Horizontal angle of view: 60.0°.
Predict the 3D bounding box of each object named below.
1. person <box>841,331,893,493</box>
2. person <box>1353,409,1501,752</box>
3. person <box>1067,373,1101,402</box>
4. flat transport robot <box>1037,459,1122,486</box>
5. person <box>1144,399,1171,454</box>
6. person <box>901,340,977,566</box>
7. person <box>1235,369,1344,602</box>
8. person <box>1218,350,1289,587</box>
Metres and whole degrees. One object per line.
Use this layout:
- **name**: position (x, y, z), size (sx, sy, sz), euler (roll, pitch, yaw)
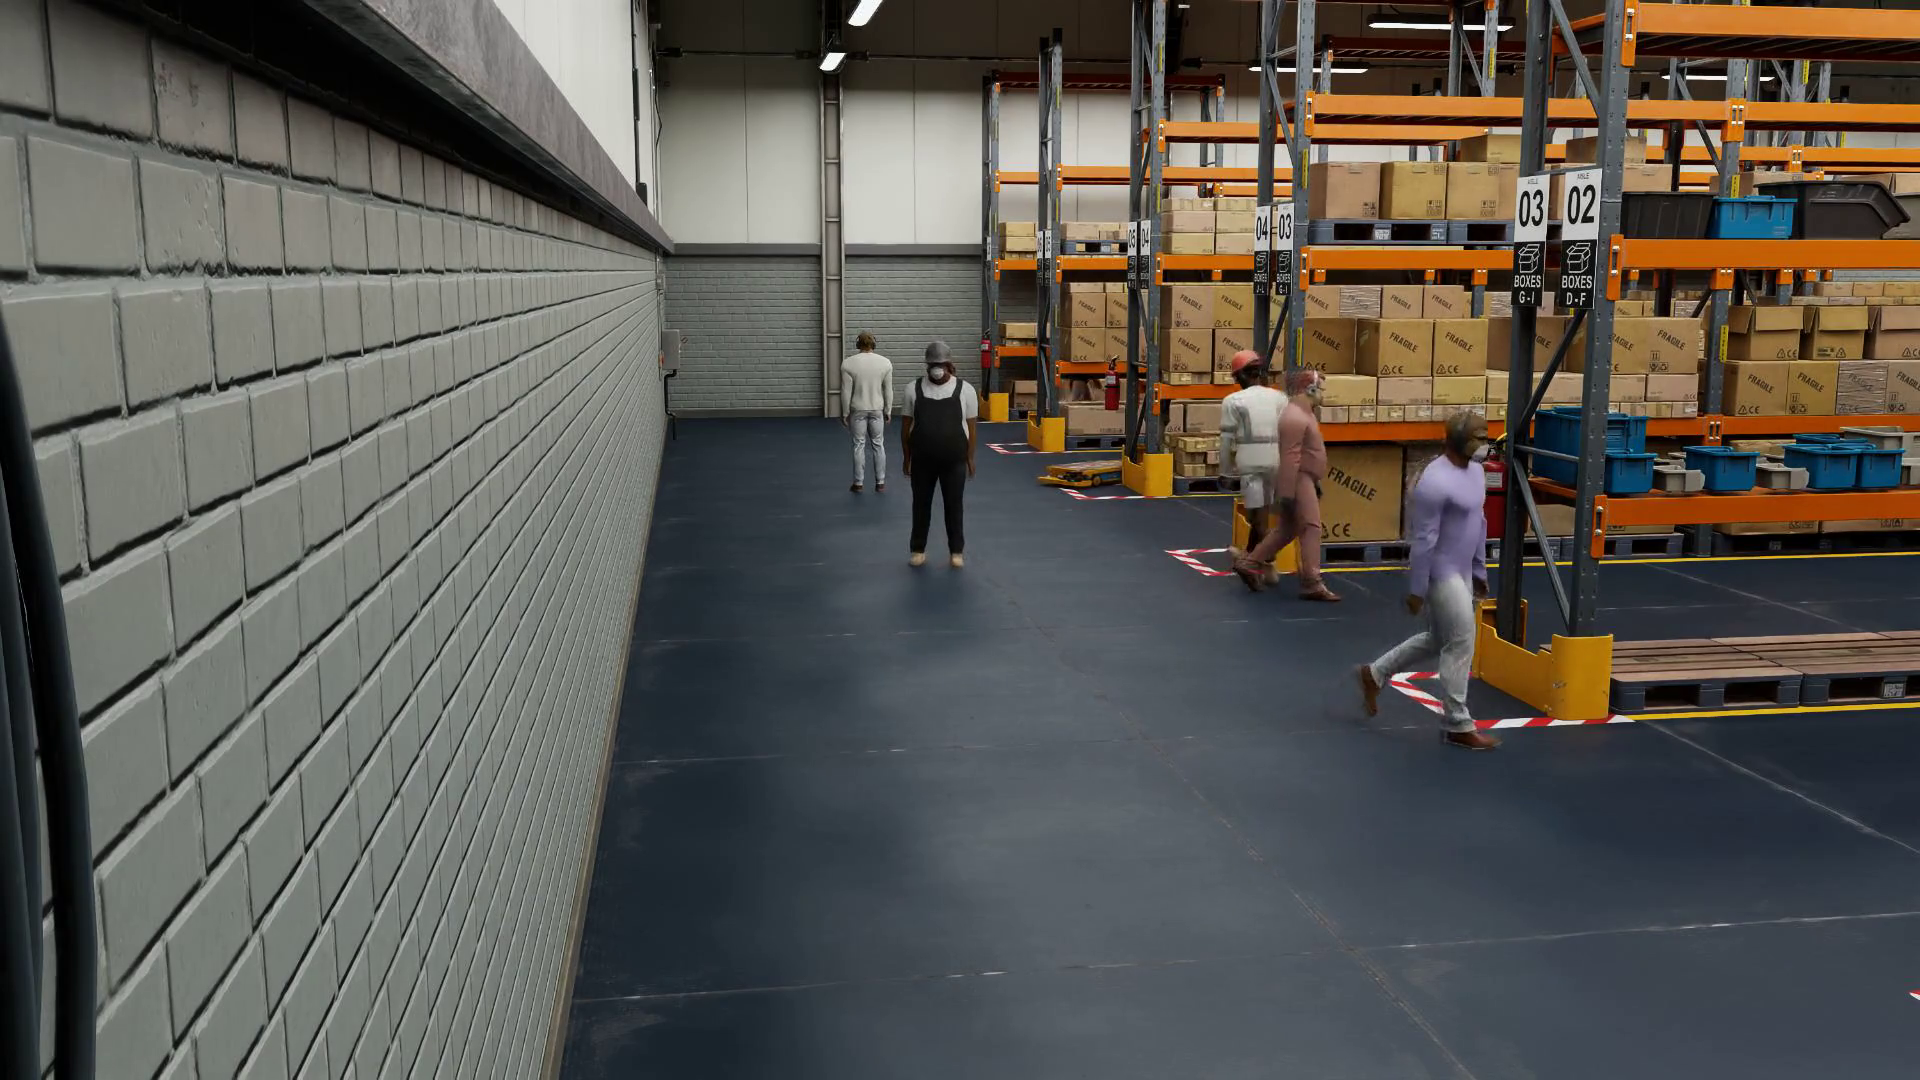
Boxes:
- **person**: position (-1.117, -1.530, 19.897), size (0.637, 1.938, 0.357), euler (-3, 10, -15)
- **person**: position (2.660, 0.197, 9.382), size (0.861, 1.906, 0.629), euler (7, 11, 36)
- **person**: position (1.893, -2.551, 26.273), size (1.069, 1.931, 0.591), euler (-1, 9, -9)
- **flat transport robot**: position (1.695, -0.845, 20.801), size (1.431, 0.197, 0.652), euler (-8, 12, -42)
- **person**: position (2.454, -1.619, 20.706), size (0.333, 1.860, 0.509), euler (-4, 10, -23)
- **person**: position (-0.194, -0.768, 14.888), size (0.688, 2.000, 0.536), euler (0, 9, 3)
- **person**: position (2.668, -0.449, 13.465), size (0.807, 1.873, 0.642), euler (1, 9, 9)
- **person**: position (2.517, -0.628, 14.231), size (0.683, 1.969, 1.026), euler (-3, 10, -18)
